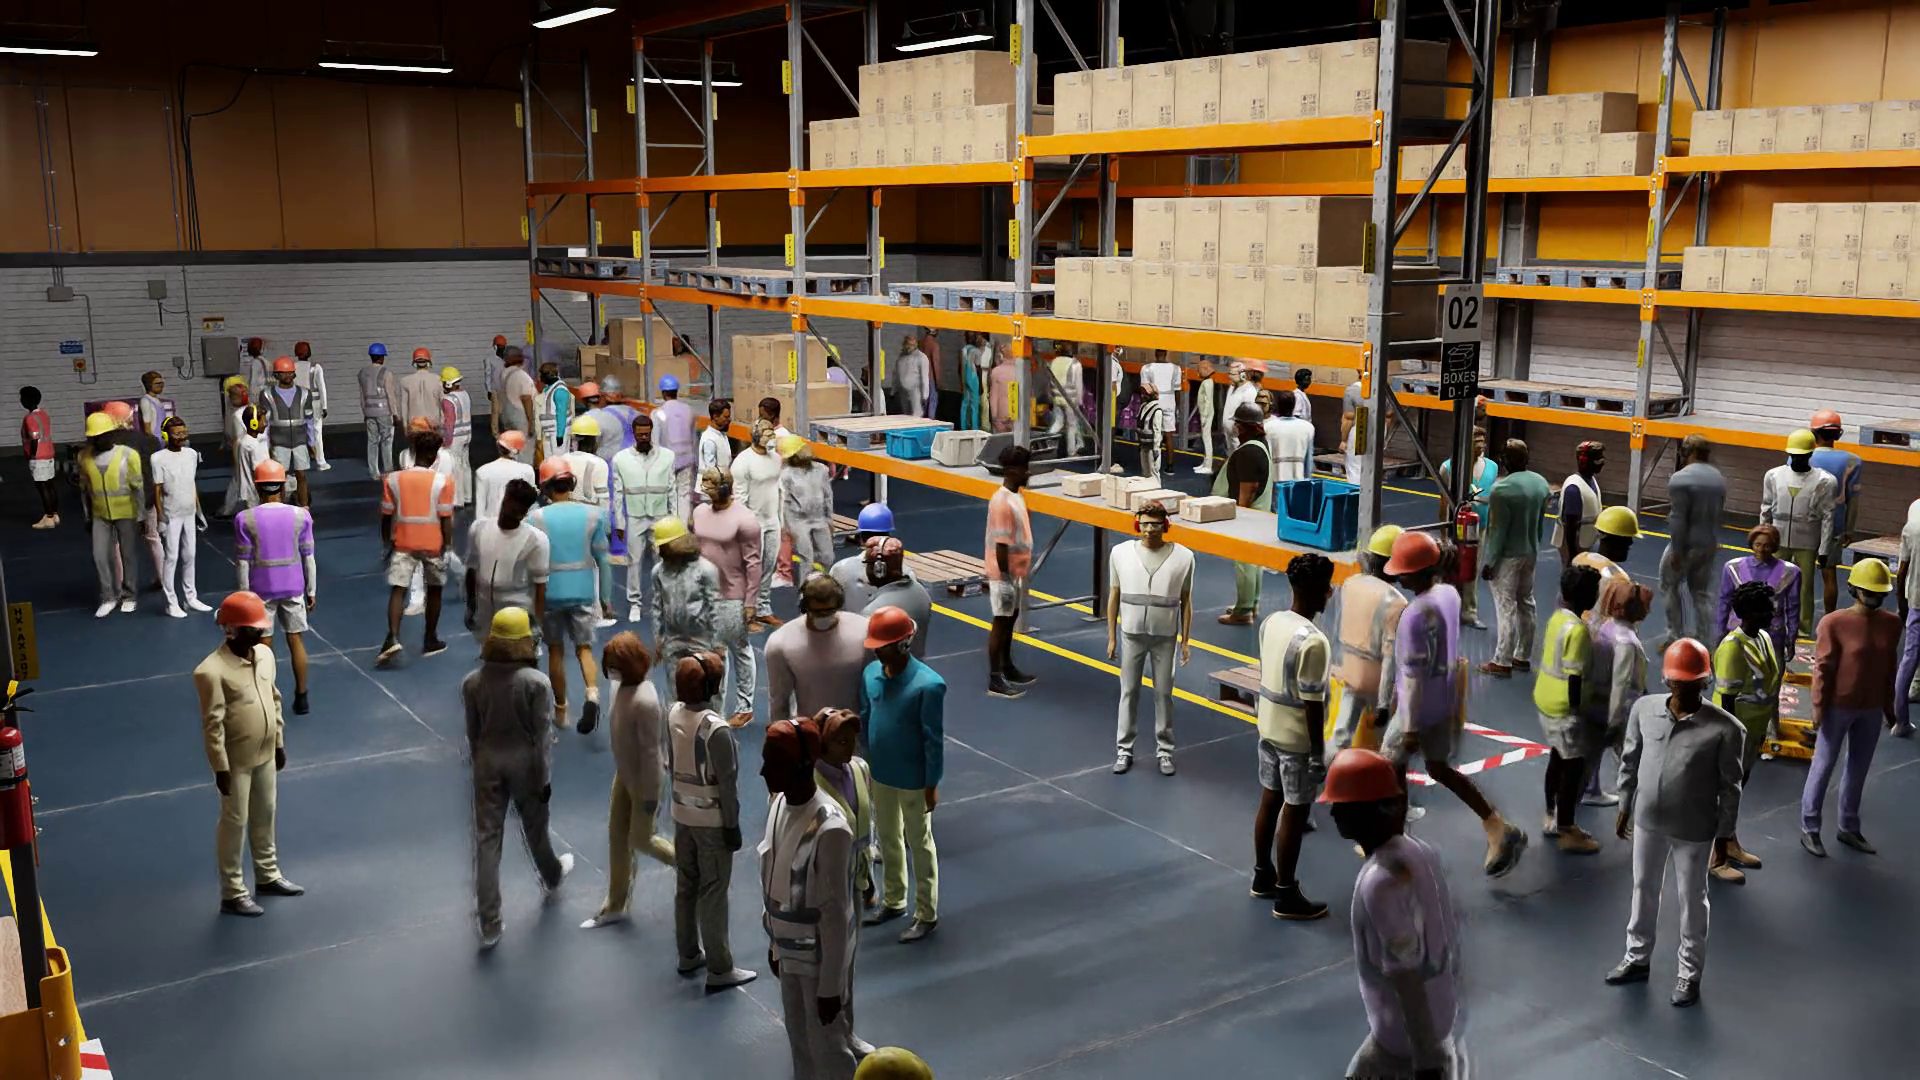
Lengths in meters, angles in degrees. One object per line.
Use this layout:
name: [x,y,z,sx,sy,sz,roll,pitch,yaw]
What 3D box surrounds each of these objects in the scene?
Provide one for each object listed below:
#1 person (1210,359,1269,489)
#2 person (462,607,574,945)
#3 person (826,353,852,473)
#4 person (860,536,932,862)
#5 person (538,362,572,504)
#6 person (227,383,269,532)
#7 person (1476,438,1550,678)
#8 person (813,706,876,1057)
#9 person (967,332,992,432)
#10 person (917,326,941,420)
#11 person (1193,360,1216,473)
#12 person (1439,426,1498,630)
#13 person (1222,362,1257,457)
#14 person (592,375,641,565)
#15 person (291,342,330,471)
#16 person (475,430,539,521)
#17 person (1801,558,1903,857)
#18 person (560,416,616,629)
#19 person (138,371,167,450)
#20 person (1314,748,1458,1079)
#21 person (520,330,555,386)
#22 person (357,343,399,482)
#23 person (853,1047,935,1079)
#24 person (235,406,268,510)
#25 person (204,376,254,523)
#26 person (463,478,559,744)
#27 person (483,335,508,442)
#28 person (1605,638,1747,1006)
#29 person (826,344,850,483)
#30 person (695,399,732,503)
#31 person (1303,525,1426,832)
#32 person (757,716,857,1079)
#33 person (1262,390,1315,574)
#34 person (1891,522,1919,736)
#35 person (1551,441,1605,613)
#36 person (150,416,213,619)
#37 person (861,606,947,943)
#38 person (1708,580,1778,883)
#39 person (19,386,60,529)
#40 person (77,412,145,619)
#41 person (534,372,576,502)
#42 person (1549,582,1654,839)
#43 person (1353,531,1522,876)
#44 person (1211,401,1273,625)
person: [3.660,-1.443,21.601,0.580,1.905,0.685,-9,14,-38]
person: [-2.335,1.178,8.705,0.498,1.684,0.936,1,11,4]
person: [-1.805,-1.833,23.972,0.522,1.758,0.350,-6,13,-28]
person: [-0.411,0.912,9.560,0.400,1.902,0.648,5,12,25]
person: [-5.235,-1.383,21.488,0.429,1.830,0.635,-6,13,-29]
person: [-8.228,-0.918,19.175,0.667,1.804,0.651,1,11,3]
person: [4.448,0.143,13.395,0.627,1.935,0.372,-7,13,-33]
person: [-0.547,1.509,7.162,0.310,1.638,0.522,7,13,30]
person: [0.315,-2.757,28.195,0.384,1.951,0.605,-7,13,-31]
person: [-0.508,-2.742,28.035,0.416,1.984,0.634,-7,13,-33]
person: [3.538,-1.782,24.021,0.289,1.633,0.497,1,11,7]
person: [4.520,-0.103,14.870,0.565,1.849,0.389,-4,12,-19]
person: [3.454,-1.259,20.680,0.397,1.899,0.642,-3,11,-14]
person: [-3.755,-0.759,17.738,0.639,2.000,0.706,7,13,31]
person: [-9.495,-1.941,24.193,0.575,1.882,0.355,0,11,-2]
person: [-4.237,-0.186,15.672,0.555,1.698,0.876,1,11,4]
person: [5.178,0.966,9.615,0.533,1.767,0.326,-2,11,-8]
person: [-3.356,-0.158,14.981,0.589,1.919,0.397,7,13,31]
person: [-9.693,-1.113,20.050,0.327,1.843,0.514,-3,11,-13]
person: [1.507,1.664,5.817,1.021,1.850,0.586,6,12,27]
person: [-7.040,-2.649,27.780,0.632,1.897,0.875,-8,14,-37]
person: [-8.094,-1.775,23.207,0.607,1.939,0.419,5,12,25]
person: [-0.156,2.061,4.070,0.295,1.744,0.489,5,12,23]
person: [-6.922,-0.399,16.385,0.345,1.856,0.525,-9,14,-38]
person: [-8.765,-1.092,20.106,0.904,1.768,0.622,-7,13,-33]
person: [-3.188,0.505,11.594,0.727,1.926,0.369,3,11,14]
person: [-7.517,-2.484,27.290,0.566,1.755,0.321,-10,15,-43]
person: [3.372,1.313,7.870,0.333,1.749,0.573,-10,15,-41]
person: [-1.788,-1.761,23.161,0.384,1.922,0.594,11,15,43]
person: [-2.421,-0.455,16.537,0.408,1.907,0.598,0,11,1]
person: [2.414,0.838,9.978,0.938,1.890,0.584,-6,13,-29]
person: [-0.572,1.566,6.276,0.355,1.876,0.574,-6,13,-29]
person: [3.389,-0.598,17.273,0.592,1.903,0.423,-1,11,-5]
person: [6.860,0.502,11.725,0.329,1.872,0.510,-7,13,-30]
person: [5.164,0.078,13.949,0.377,1.844,0.567,7,13,32]
person: [-7.224,-0.221,15.425,0.329,1.871,0.513,5,12,24]
person: [-0.325,1.186,8.560,0.575,1.740,0.354,10,15,40]
person: [4.384,1.055,9.337,0.318,1.697,0.533,10,15,42]
person: [-10.941,-0.981,19.750,0.317,1.697,0.540,-2,11,-12]
person: [-7.839,-0.228,15.354,0.599,1.906,0.640,-2,11,-8]
person: [-5.251,-1.364,21.572,0.561,1.750,0.327,-8,14,-36]
person: [3.944,1.022,9.758,0.889,1.586,0.514,1,11,4]
person: [2.676,0.933,9.269,0.888,1.999,0.617,9,14,40]
person: [2.556,-0.253,15.145,0.539,2.000,0.688,4,12,21]
